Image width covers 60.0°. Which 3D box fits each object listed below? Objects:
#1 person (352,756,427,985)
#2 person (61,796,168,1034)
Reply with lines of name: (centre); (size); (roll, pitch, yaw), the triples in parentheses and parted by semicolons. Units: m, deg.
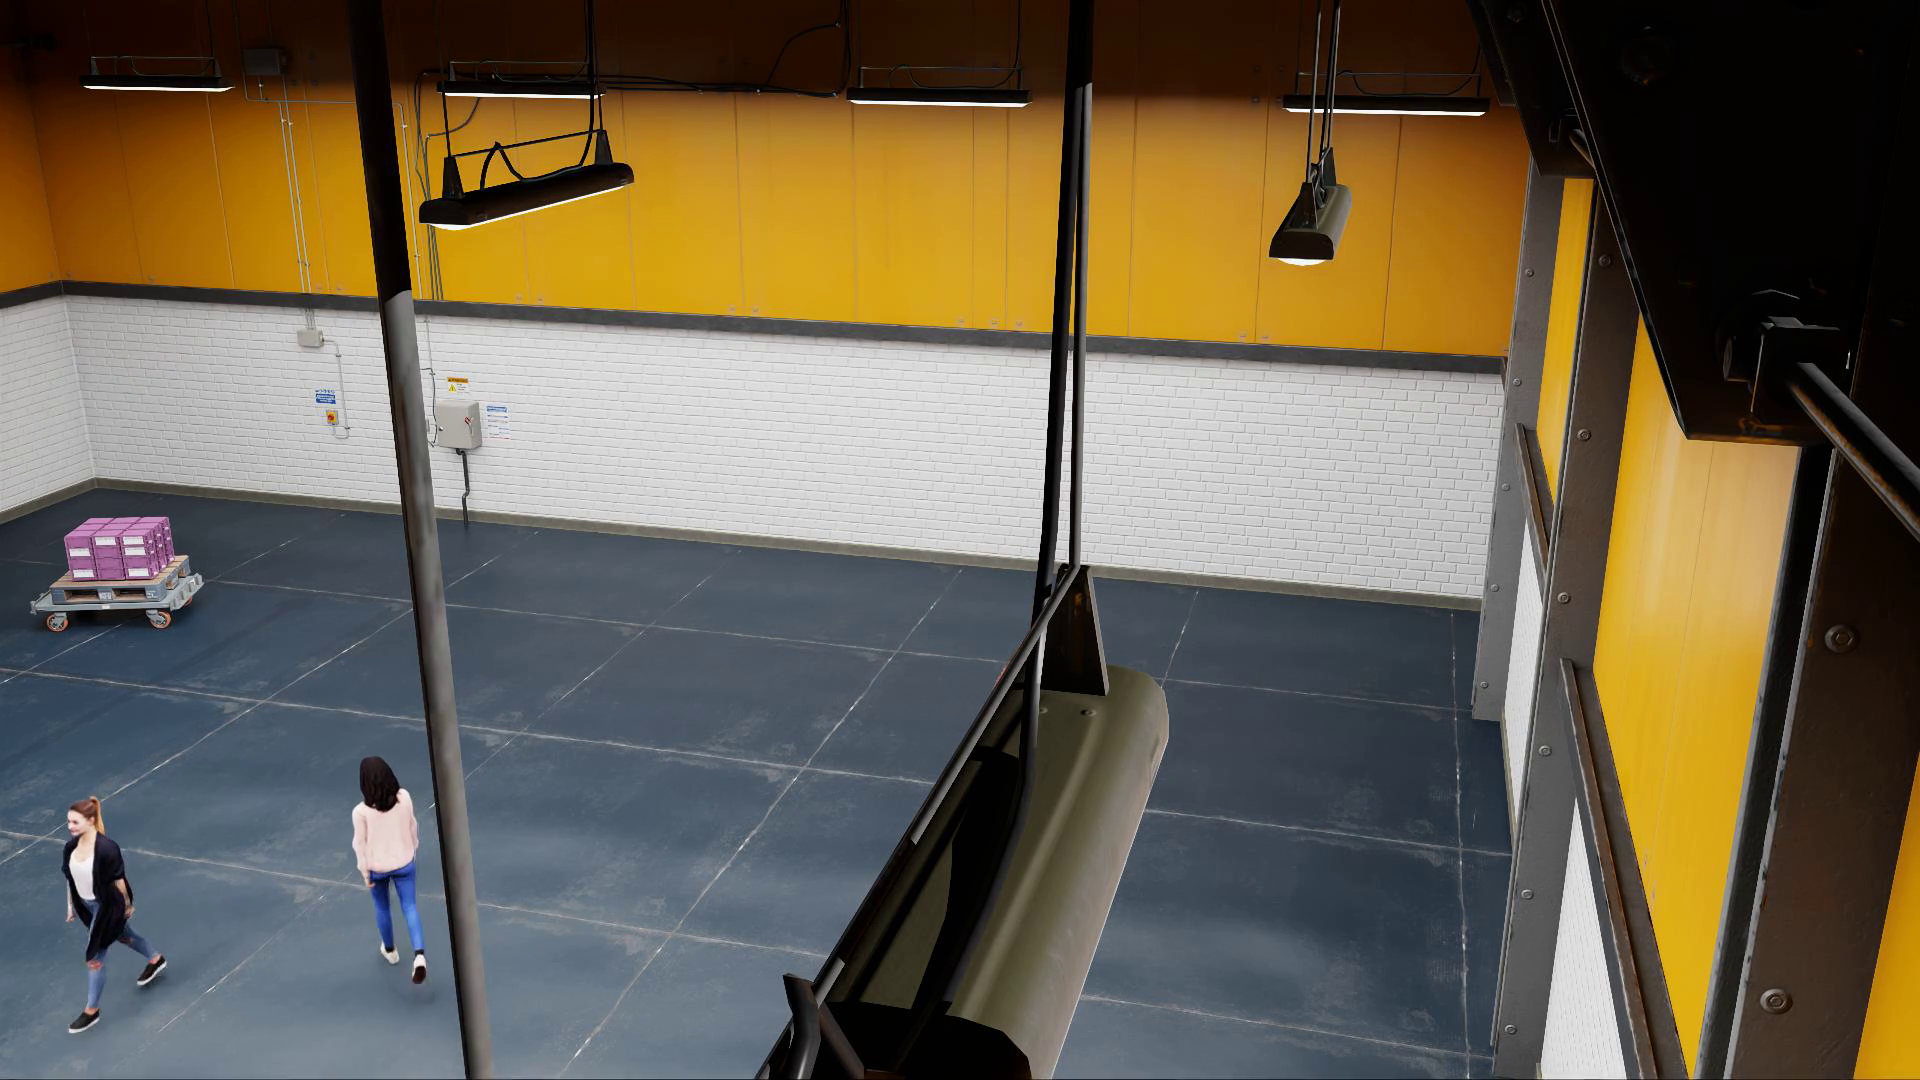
person: (-4.163, 2.445, 12.232); (1.064, 1.747, 1.124); (-11, 21, -29)
person: (-6.079, 2.598, 11.951); (0.721, 1.636, 1.147); (8, 20, 21)
